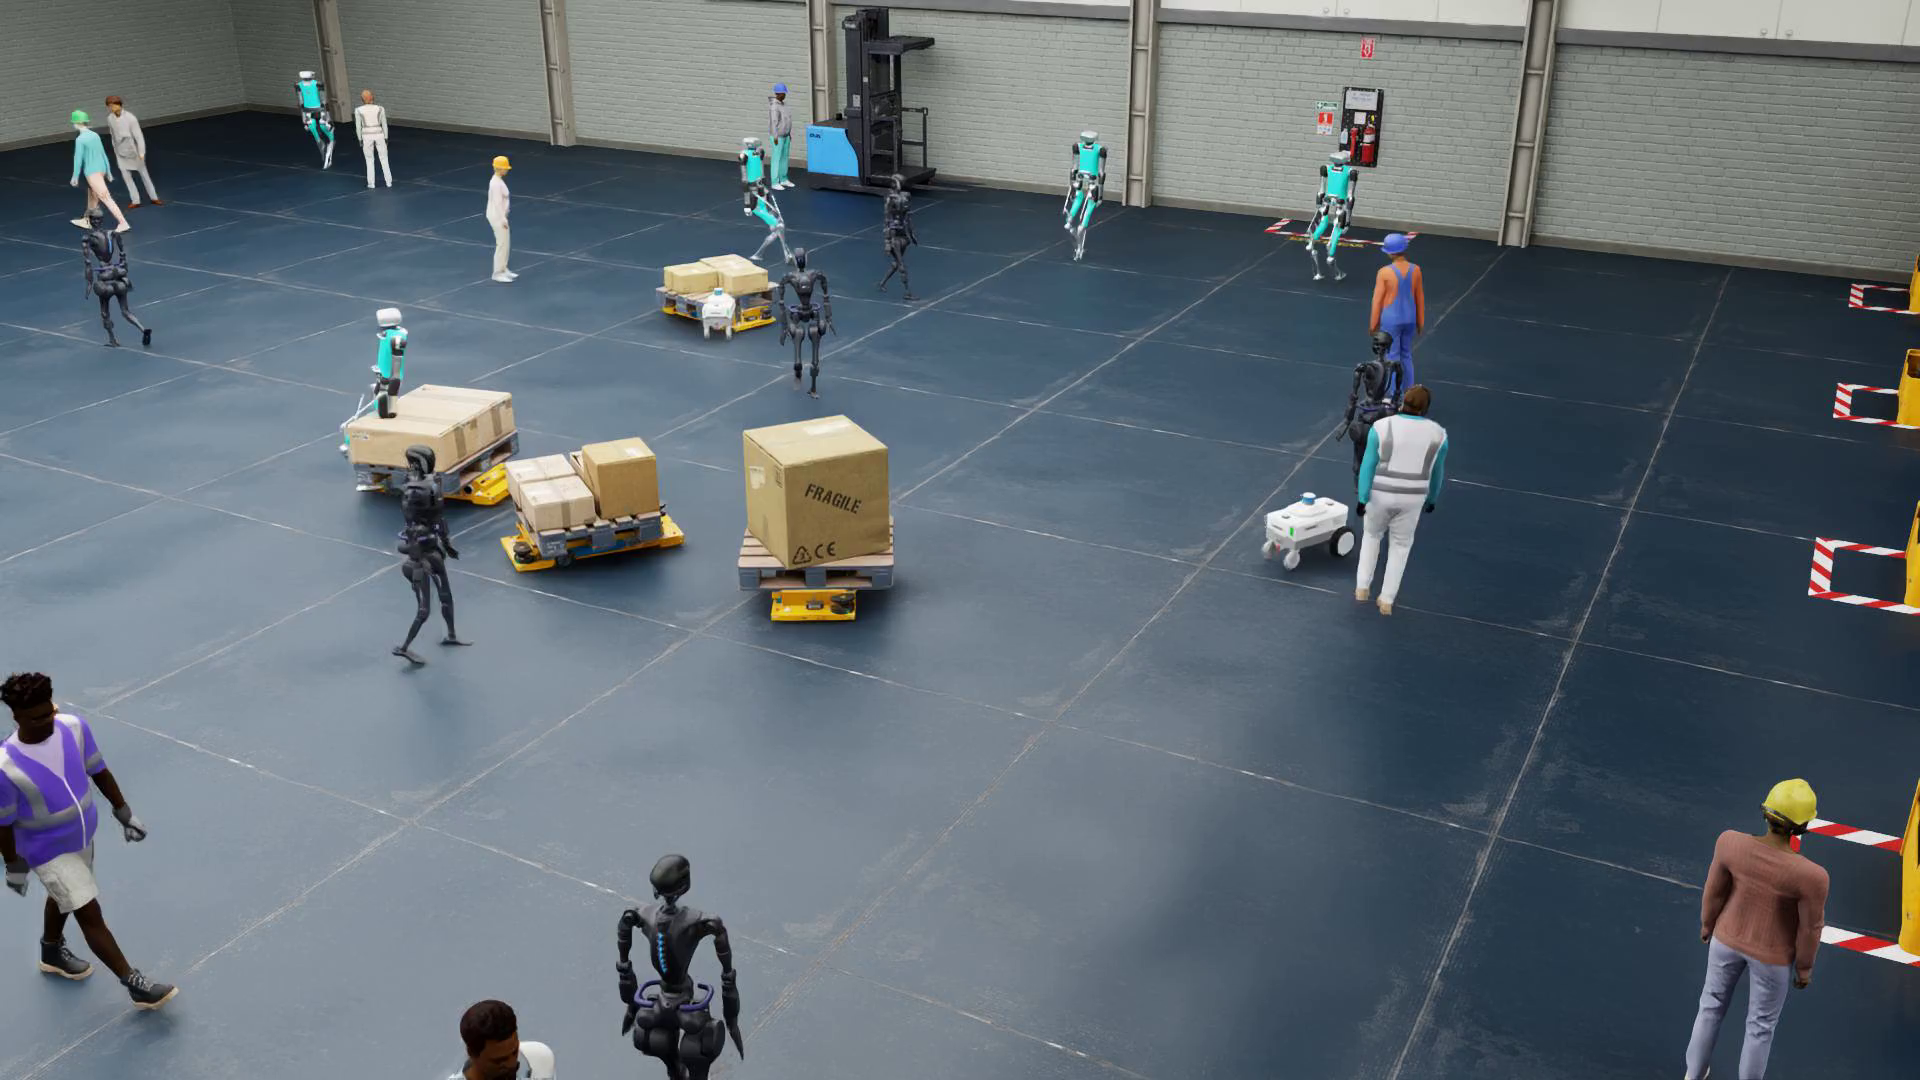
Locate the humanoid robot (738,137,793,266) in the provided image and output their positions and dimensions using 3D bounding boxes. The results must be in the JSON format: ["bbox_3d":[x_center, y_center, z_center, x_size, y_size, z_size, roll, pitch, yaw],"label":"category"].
[{"bbox_3d":[-2.616,-4.731,23.337,0.954,1.766,0.532,11,26,24],"label":"humanoid robot"}]

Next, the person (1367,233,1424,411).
[{"bbox_3d":[4.591,-2.286,17.454,0.563,1.877,0.453,-6,24,-15],"label":"person"}]

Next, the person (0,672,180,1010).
[{"bbox_3d":[-4.556,1.524,8.528,1.012,1.908,0.623,7,24,16],"label":"person"}]

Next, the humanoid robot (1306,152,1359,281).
[{"bbox_3d":[4.923,-4.249,22.206,0.543,1.779,0.895,16,28,32],"label":"humanoid robot"}]

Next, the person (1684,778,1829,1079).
[{"bbox_3d":[3.752,1.904,7.833,0.324,1.766,0.532,-21,31,-40],"label":"person"}]

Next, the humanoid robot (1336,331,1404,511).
[{"bbox_3d":[3.660,-1.068,14.915,0.612,1.647,0.579,-10,25,-22],"label":"humanoid robot"}]

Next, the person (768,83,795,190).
[{"bbox_3d":[-3.044,-6.849,28.213,0.365,1.768,0.524,9,25,20],"label":"person"}]

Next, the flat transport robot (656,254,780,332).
[{"bbox_3d":[-3.025,-2.878,20.863,1.431,0.231,0.659,20,30,39],"label":"flat transport robot"}]

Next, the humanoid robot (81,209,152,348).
[{"bbox_3d":[-9.939,-3.050,19.507,0.645,1.638,0.608,10,25,22],"label":"humanoid robot"}]

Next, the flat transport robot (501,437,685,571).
[{"bbox_3d":[-3.173,-0.058,14.297,1.431,0.231,0.659,-11,26,-24],"label":"flat transport robot"}]

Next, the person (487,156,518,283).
[{"bbox_3d":[-6.200,-4.320,22.430,0.421,1.676,0.549,-5,24,-12],"label":"person"}]

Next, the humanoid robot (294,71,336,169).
[{"bbox_3d":[-11.494,-7.511,29.925,0.546,1.886,0.785,0,23,1],"label":"humanoid robot"}]

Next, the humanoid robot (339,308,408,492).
[{"bbox_3d":[-5.371,-1.177,15.090,0.848,1.805,0.541,-10,25,-22],"label":"humanoid robot"}]

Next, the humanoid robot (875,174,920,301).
[{"bbox_3d":[-0.830,-3.967,21.701,0.791,1.640,0.608,15,28,31],"label":"humanoid robot"}]

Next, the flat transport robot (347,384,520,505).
[{"bbox_3d":[-4.832,-0.586,15.528,1.431,0.231,0.659,7,24,15],"label":"flat transport robot"}]

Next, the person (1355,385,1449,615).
[{"bbox_3d":[3.421,-0.310,12.951,0.654,1.799,0.524,3,23,7],"label":"person"}]

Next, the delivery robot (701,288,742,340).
[{"bbox_3d":[-2.928,-2.771,20.273,0.499,0.612,0.814,-1,23,-1],"label":"delivery robot"}]

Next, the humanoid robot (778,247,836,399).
[{"bbox_3d":[-1.637,-2.326,17.794,0.609,1.653,0.369,-7,24,-16],"label":"humanoid robot"}]

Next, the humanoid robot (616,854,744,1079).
[{"bbox_3d":[-1.271,2.154,7.431,0.596,1.628,0.783,4,24,9],"label":"humanoid robot"}]

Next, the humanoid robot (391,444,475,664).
[{"bbox_3d":[-3.944,0.079,12.187,0.458,1.650,0.603,3,23,6],"label":"humanoid robot"}]

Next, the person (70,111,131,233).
[{"bbox_3d":[-13.139,-5.552,25.127,1.047,1.809,0.540,2,23,5],"label":"person"}]

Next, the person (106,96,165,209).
[{"bbox_3d":[-13.315,-6.254,26.783,0.593,1.809,0.559,0,23,1],"label":"person"}]

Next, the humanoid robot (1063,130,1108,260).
[{"bbox_3d":[1.724,-4.829,23.683,0.560,1.904,0.753,11,26,25],"label":"humanoid robot"}]

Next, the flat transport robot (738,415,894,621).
[{"bbox_3d":[-1.139,0.280,13.511,0.659,0.231,1.431,-1,23,-1],"label":"flat transport robot"}]

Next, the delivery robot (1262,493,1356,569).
[{"bbox_3d":[2.941,-0.101,14.055,0.814,0.610,0.499,-15,28,-31],"label":"delivery robot"}]

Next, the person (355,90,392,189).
[{"bbox_3d":[-9.984,-6.817,28.310,0.511,1.630,0.316,-10,25,-22],"label":"person"}]

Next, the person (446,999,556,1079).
[{"bbox_3d":[-1.648,2.529,6.203,0.571,1.901,0.634,15,27,31],"label":"person"}]

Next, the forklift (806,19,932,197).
[{"bbox_3d":[-1.573,-7.292,27.850,1.873,2.768,1.129,12,26,25],"label":"forklift"}]
